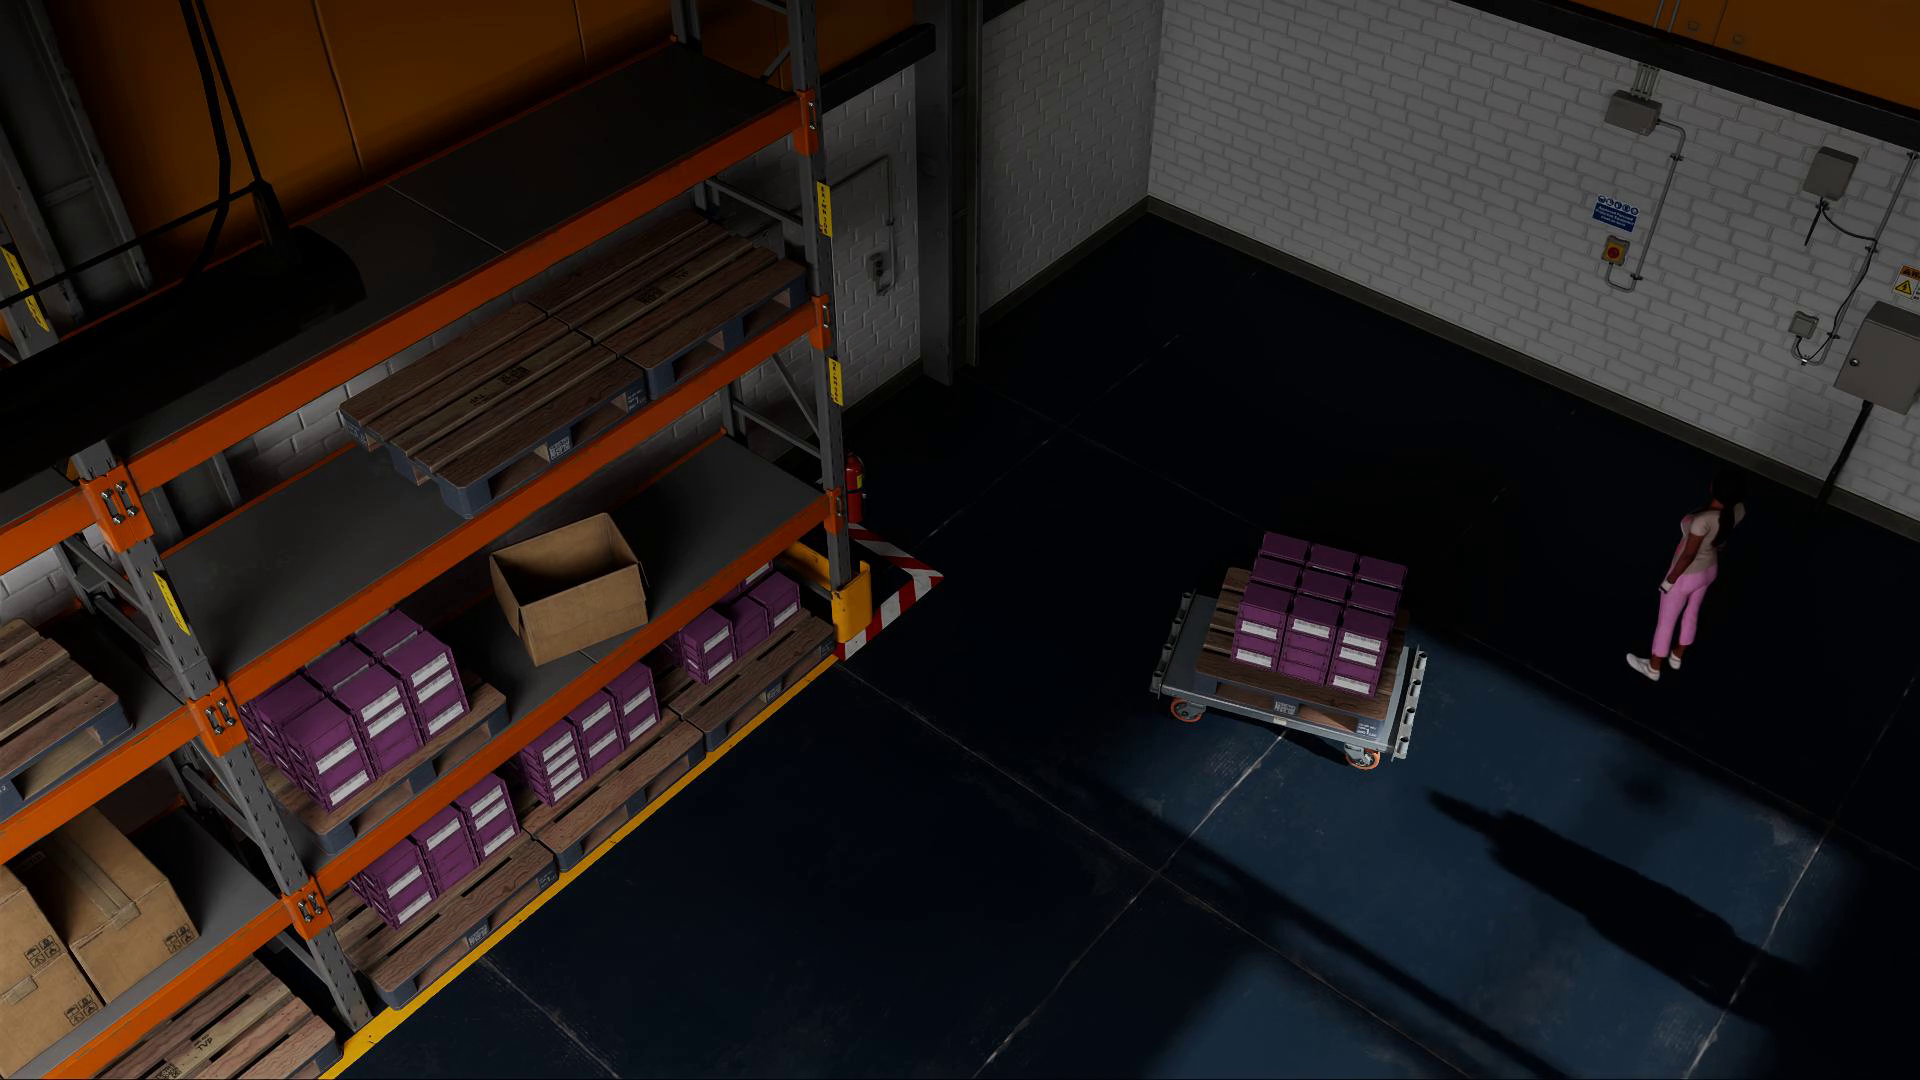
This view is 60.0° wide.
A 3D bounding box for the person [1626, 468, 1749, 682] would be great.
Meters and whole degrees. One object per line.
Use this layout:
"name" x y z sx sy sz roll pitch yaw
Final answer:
"person" 4.710 0.216 10.702 0.569 1.741 0.711 -21 47 -20
